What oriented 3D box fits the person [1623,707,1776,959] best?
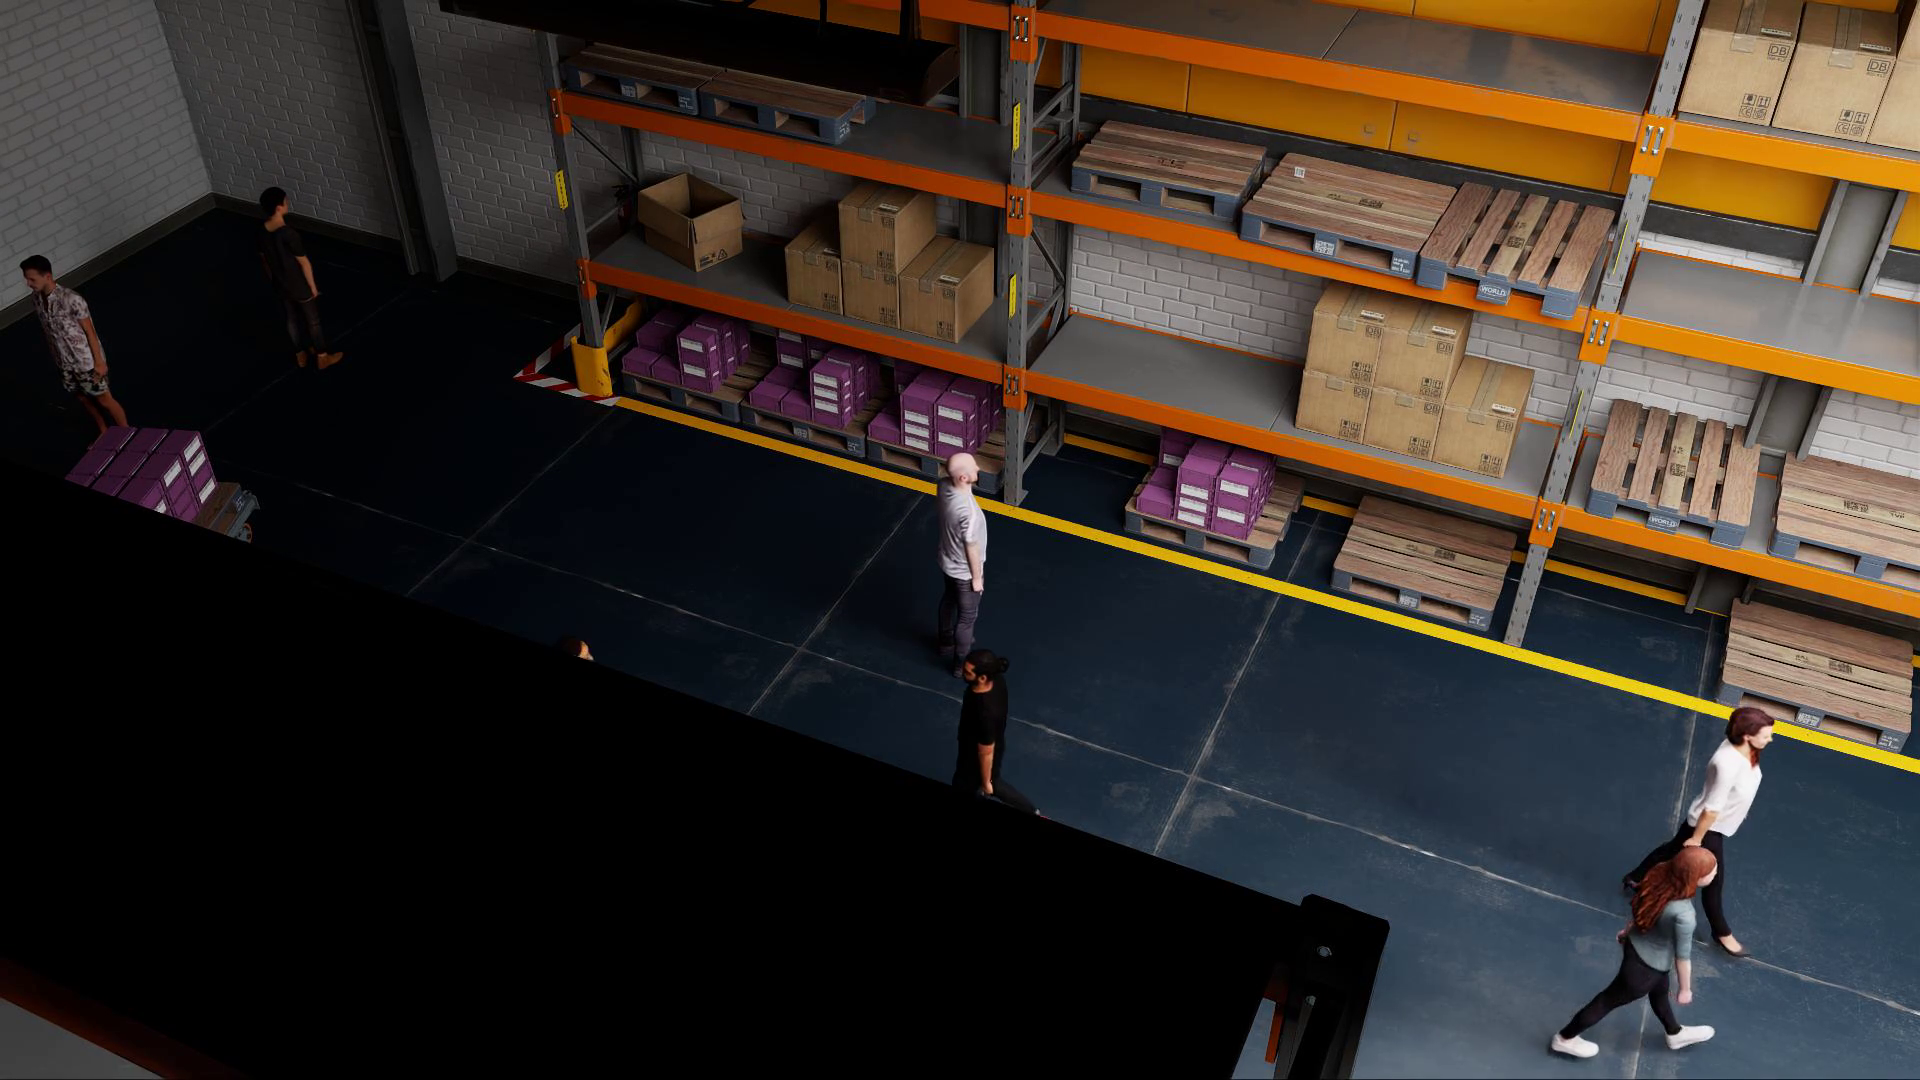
[{"bbox_3d":[4.282,1.620,9.697,1.086,1.746,0.743,24,44,27],"label":"person"}]

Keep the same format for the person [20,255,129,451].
[{"bbox_3d":[-7.195,-1.529,13.590,0.543,1.809,0.756,12,40,15],"label":"person"}]

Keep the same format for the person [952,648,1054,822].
[{"bbox_3d":[0.204,1.301,10.104,1.172,1.736,0.878,4,39,4],"label":"person"}]

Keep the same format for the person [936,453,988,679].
[{"bbox_3d":[0.002,0.152,11.467,0.809,1.832,0.742,-14,41,-17],"label":"person"}]

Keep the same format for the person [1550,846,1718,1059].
[{"bbox_3d":[3.590,2.263,8.933,1.191,1.695,0.873,2,39,3],"label":"person"}]

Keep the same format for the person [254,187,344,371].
[{"bbox_3d":[-5.870,-2.286,14.615,0.505,1.712,0.693,12,40,15],"label":"person"}]
